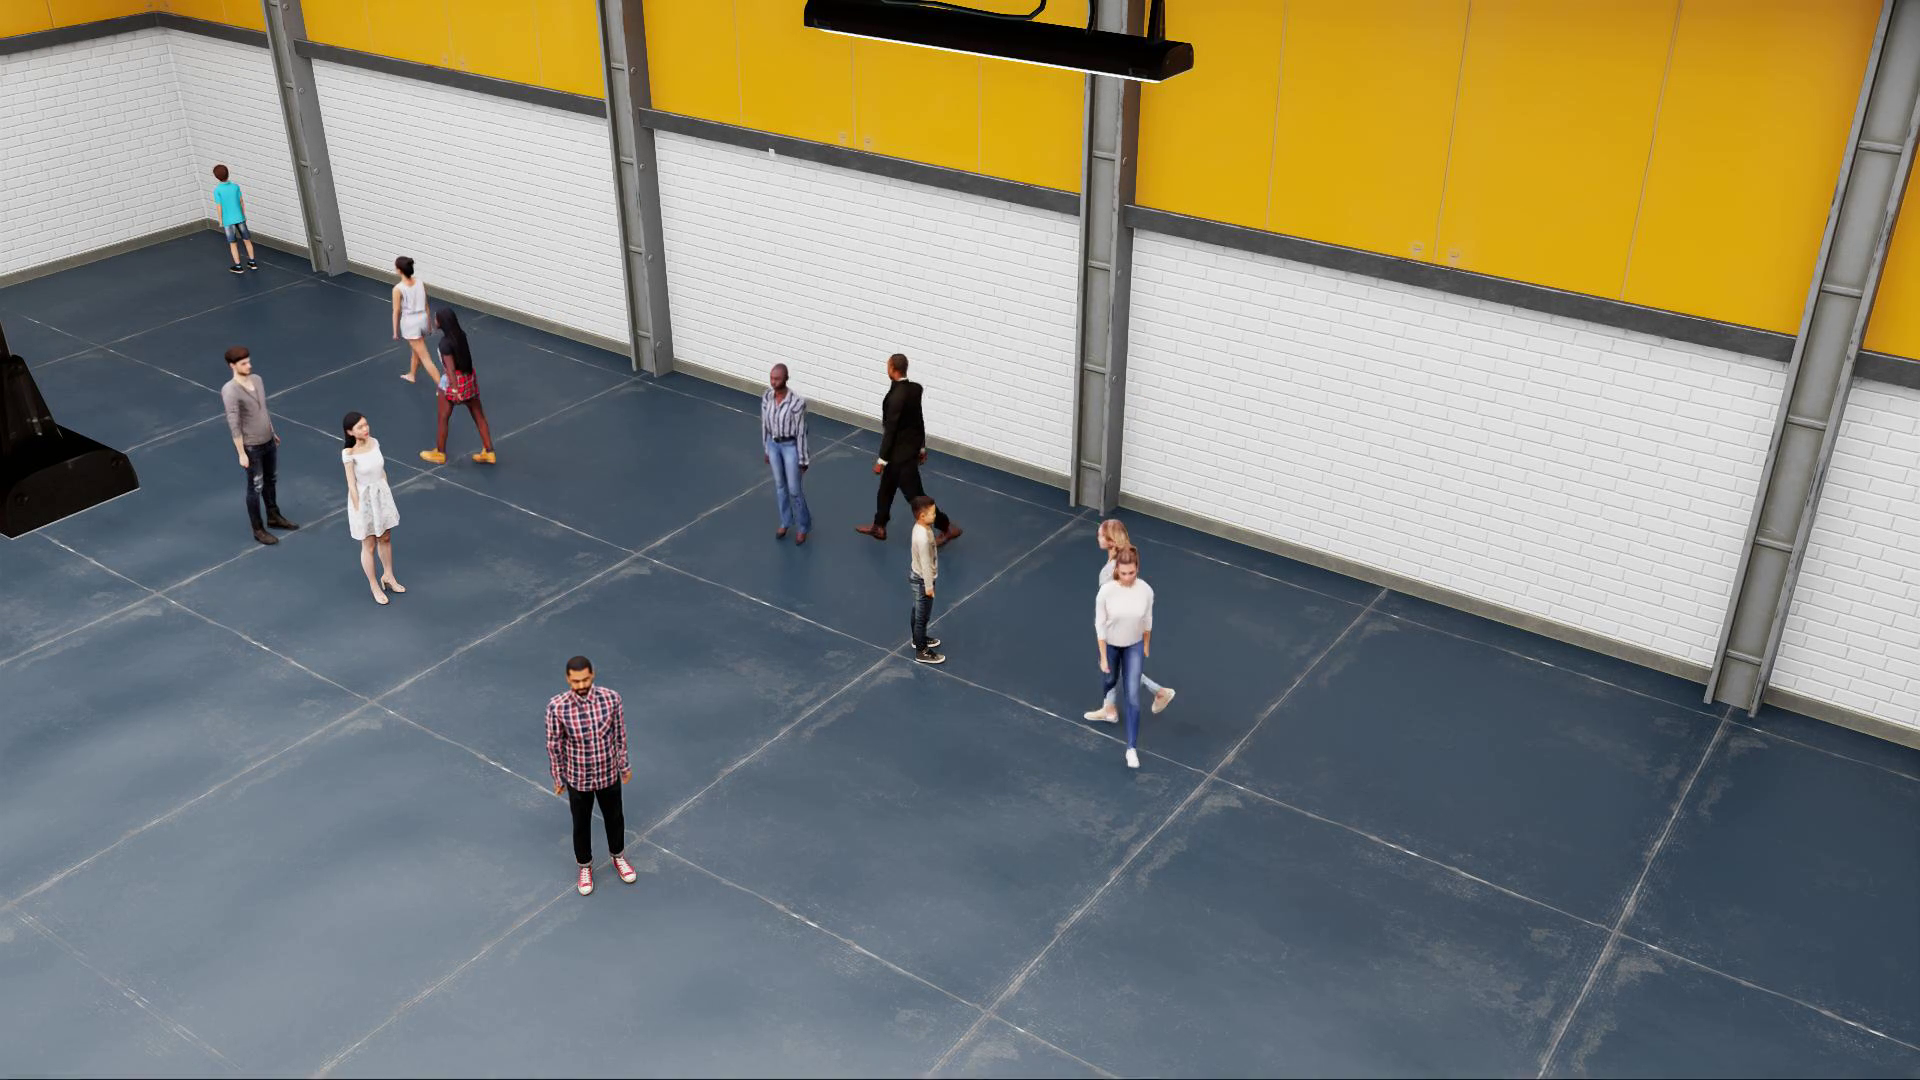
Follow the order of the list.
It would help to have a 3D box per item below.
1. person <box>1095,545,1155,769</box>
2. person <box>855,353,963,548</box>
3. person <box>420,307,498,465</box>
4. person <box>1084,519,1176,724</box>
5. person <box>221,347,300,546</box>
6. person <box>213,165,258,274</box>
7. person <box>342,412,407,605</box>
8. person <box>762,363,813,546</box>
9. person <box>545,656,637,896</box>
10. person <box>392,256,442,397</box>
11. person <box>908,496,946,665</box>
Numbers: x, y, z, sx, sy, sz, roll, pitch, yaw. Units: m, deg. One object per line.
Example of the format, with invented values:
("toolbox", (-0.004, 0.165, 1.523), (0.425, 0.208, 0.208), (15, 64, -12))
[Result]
("person", (1.195, 0.789, 12.602), (1.173, 1.675, 1.098), (-1, 29, -2))
("person", (-0.429, -0.756, 15.240), (1.390, 1.860, 1.000), (7, 29, 12))
("person", (-4.970, -1.528, 16.830), (1.068, 1.693, 0.817), (8, 30, 14))
("person", (1.304, 0.671, 12.721), (1.032, 1.768, 0.877), (4, 29, 8))
("person", (-6.564, -0.909, 15.476), (0.700, 1.903, 0.768), (7, 29, 12))
("person", (-9.678, -4.292, 22.153), (0.527, 1.448, 0.550), (25, 37, 37))
("person", (-5.120, -0.288, 14.475), (0.673, 1.772, 0.680), (14, 31, 23))
("person", (-1.606, -0.820, 15.432), (0.469, 1.789, 0.700), (19, 34, 31))
("person", (-2.466, 1.539, 11.136), (0.785, 1.761, 0.791), (-12, 31, -21))
("person", (-5.989, -2.341, 18.451), (1.092, 1.568, 0.580), (19, 34, 31))
("person", (-0.309, 0.305, 13.707), (0.684, 1.466, 0.635), (-3, 29, -5))
